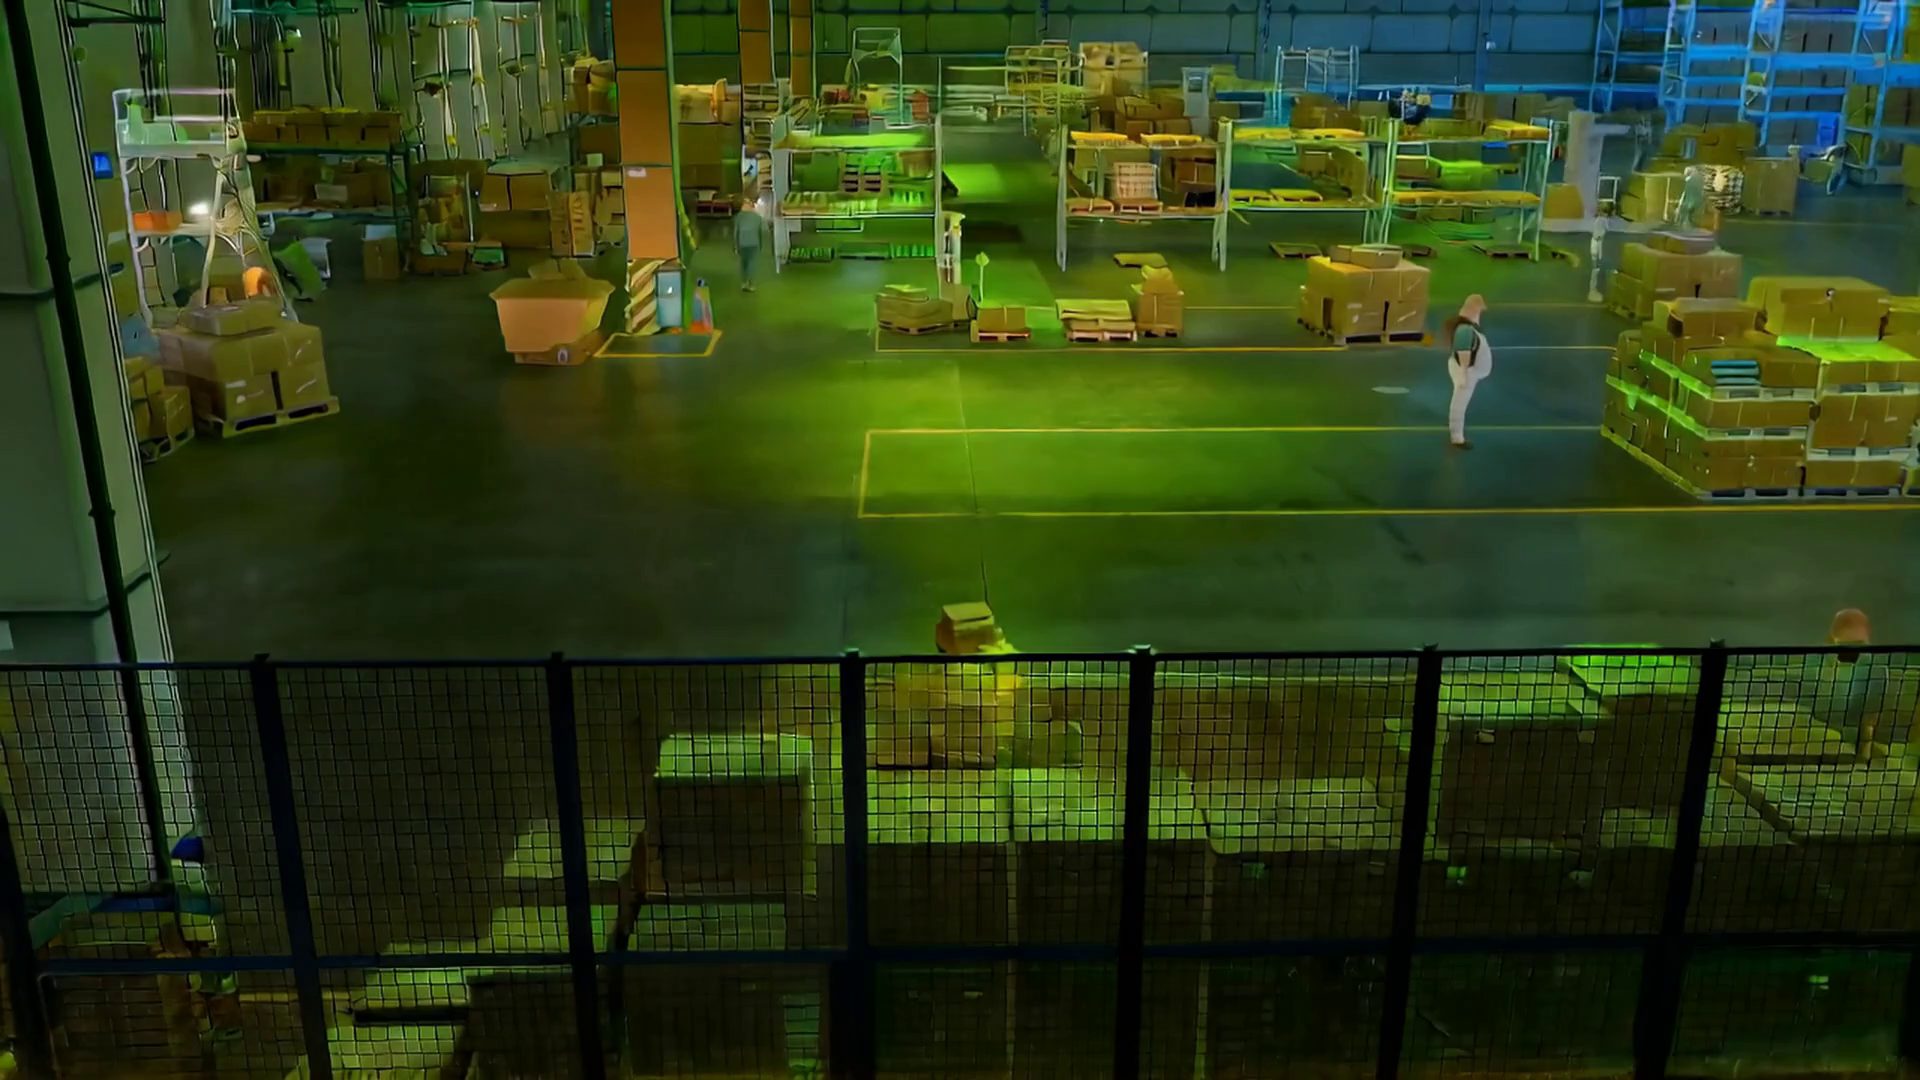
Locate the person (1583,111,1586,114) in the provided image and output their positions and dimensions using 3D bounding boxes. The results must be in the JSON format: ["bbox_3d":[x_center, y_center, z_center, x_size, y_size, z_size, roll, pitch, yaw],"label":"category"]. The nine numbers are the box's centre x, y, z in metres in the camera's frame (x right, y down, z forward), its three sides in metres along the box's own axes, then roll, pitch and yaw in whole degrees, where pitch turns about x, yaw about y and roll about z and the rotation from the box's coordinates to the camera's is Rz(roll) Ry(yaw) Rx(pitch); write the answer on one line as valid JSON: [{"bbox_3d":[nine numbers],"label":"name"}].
[{"bbox_3d":[19.547,-12.528,52.488,0.355,1.938,0.637,-13,23,-34],"label":"person"}]

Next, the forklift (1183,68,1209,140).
[{"bbox_3d":[8.563,-15.807,60.765,1.129,2.768,1.873,4,19,13],"label":"forklift"}]

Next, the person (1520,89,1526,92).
[{"bbox_3d":[21.537,-16.341,63.889,0.563,1.891,0.989,-8,20,-23],"label":"person"}]

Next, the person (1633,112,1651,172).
[{"bbox_3d":[21.679,-12.636,52.866,0.612,1.892,0.596,-5,19,-16],"label":"person"}]

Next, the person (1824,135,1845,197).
[{"bbox_3d":[24.849,-10.614,47.178,0.322,1.699,0.535,-4,19,-12],"label":"person"}]

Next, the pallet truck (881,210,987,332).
[{"bbox_3d":[-0.493,-4.759,29.349,1.885,1.965,0.823,-13,23,-34],"label":"pallet truck"}]

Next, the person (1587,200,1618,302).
[{"bbox_3d":[12.248,-5.528,31.731,0.397,1.934,0.551,11,22,30],"label":"person"}]

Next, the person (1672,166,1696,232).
[{"bbox_3d":[16.511,-7.639,38.143,0.554,1.830,0.913,-17,25,-42],"label":"person"}]

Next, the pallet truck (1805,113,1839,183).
[{"bbox_3d":[26.403,-11.957,50.702,0.823,1.965,1.885,6,19,16],"label":"pallet truck"}]

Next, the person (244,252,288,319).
[{"bbox_3d":[-11.038,-3.634,26.317,0.626,1.809,0.903,12,22,32],"label":"person"}]

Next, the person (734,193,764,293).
[{"bbox_3d":[-4.156,-5.847,32.712,0.619,1.900,0.695,-6,20,-17],"label":"person"}]

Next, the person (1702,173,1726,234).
[{"bbox_3d":[16.171,-6.909,35.798,0.374,1.958,0.599,4,19,12],"label":"person"}]

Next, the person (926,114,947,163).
[{"bbox_3d":[-0.744,-12.367,52.089,0.645,1.896,1.005,-2,19,-5],"label":"person"}]

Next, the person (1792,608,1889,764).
[{"bbox_3d":[5.889,1.369,11.264,0.552,1.934,0.364,17,25,40],"label":"person"}]

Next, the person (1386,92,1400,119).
[{"bbox_3d":[16.014,-15.629,61.711,0.633,1.923,0.499,-5,19,-16],"label":"person"}]

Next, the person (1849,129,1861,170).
[{"bbox_3d":[29.159,-12.929,53.828,0.619,1.845,0.430,-3,19,-9],"label":"person"}]

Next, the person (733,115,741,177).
[{"bbox_3d":[-6.736,-12.298,51.866,0.775,1.906,0.591,-18,25,-42],"label":"person"}]

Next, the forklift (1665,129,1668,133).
[{"bbox_3d":[29.065,-17.654,66.244,1.873,2.768,1.129,-1,19,-2],"label":"forklift"}]

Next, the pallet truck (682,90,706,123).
[{"bbox_3d":[-9.671,-15.907,62.421,0.823,1.965,1.885,5,19,15],"label":"pallet truck"}]

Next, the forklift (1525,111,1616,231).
[{"bbox_3d":[15.029,-9.013,40.610,1.873,2.768,1.129,-1,19,-2],"label":"forklift"}]

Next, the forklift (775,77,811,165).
[{"bbox_3d":[-5.920,-13.893,55.085,1.873,2.768,1.129,-1,19,-1],"label":"forklift"}]

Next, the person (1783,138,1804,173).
[{"bbox_3d":[23.573,-10.565,47.151,0.549,1.606,0.713,6,19,16],"label":"person"}]

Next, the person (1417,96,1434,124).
[{"bbox_3d":[16.429,-14.703,58.881,0.615,1.981,0.650,-3,19,-10],"label":"person"}]

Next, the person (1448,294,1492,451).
[{"bbox_3d":[6.645,-2.198,21.686,0.535,2.000,0.674,5,19,15],"label":"person"}]

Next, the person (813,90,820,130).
[{"bbox_3d":[-5.897,-17.345,67.165,0.524,1.682,0.546,-15,24,-38],"label":"person"}]
